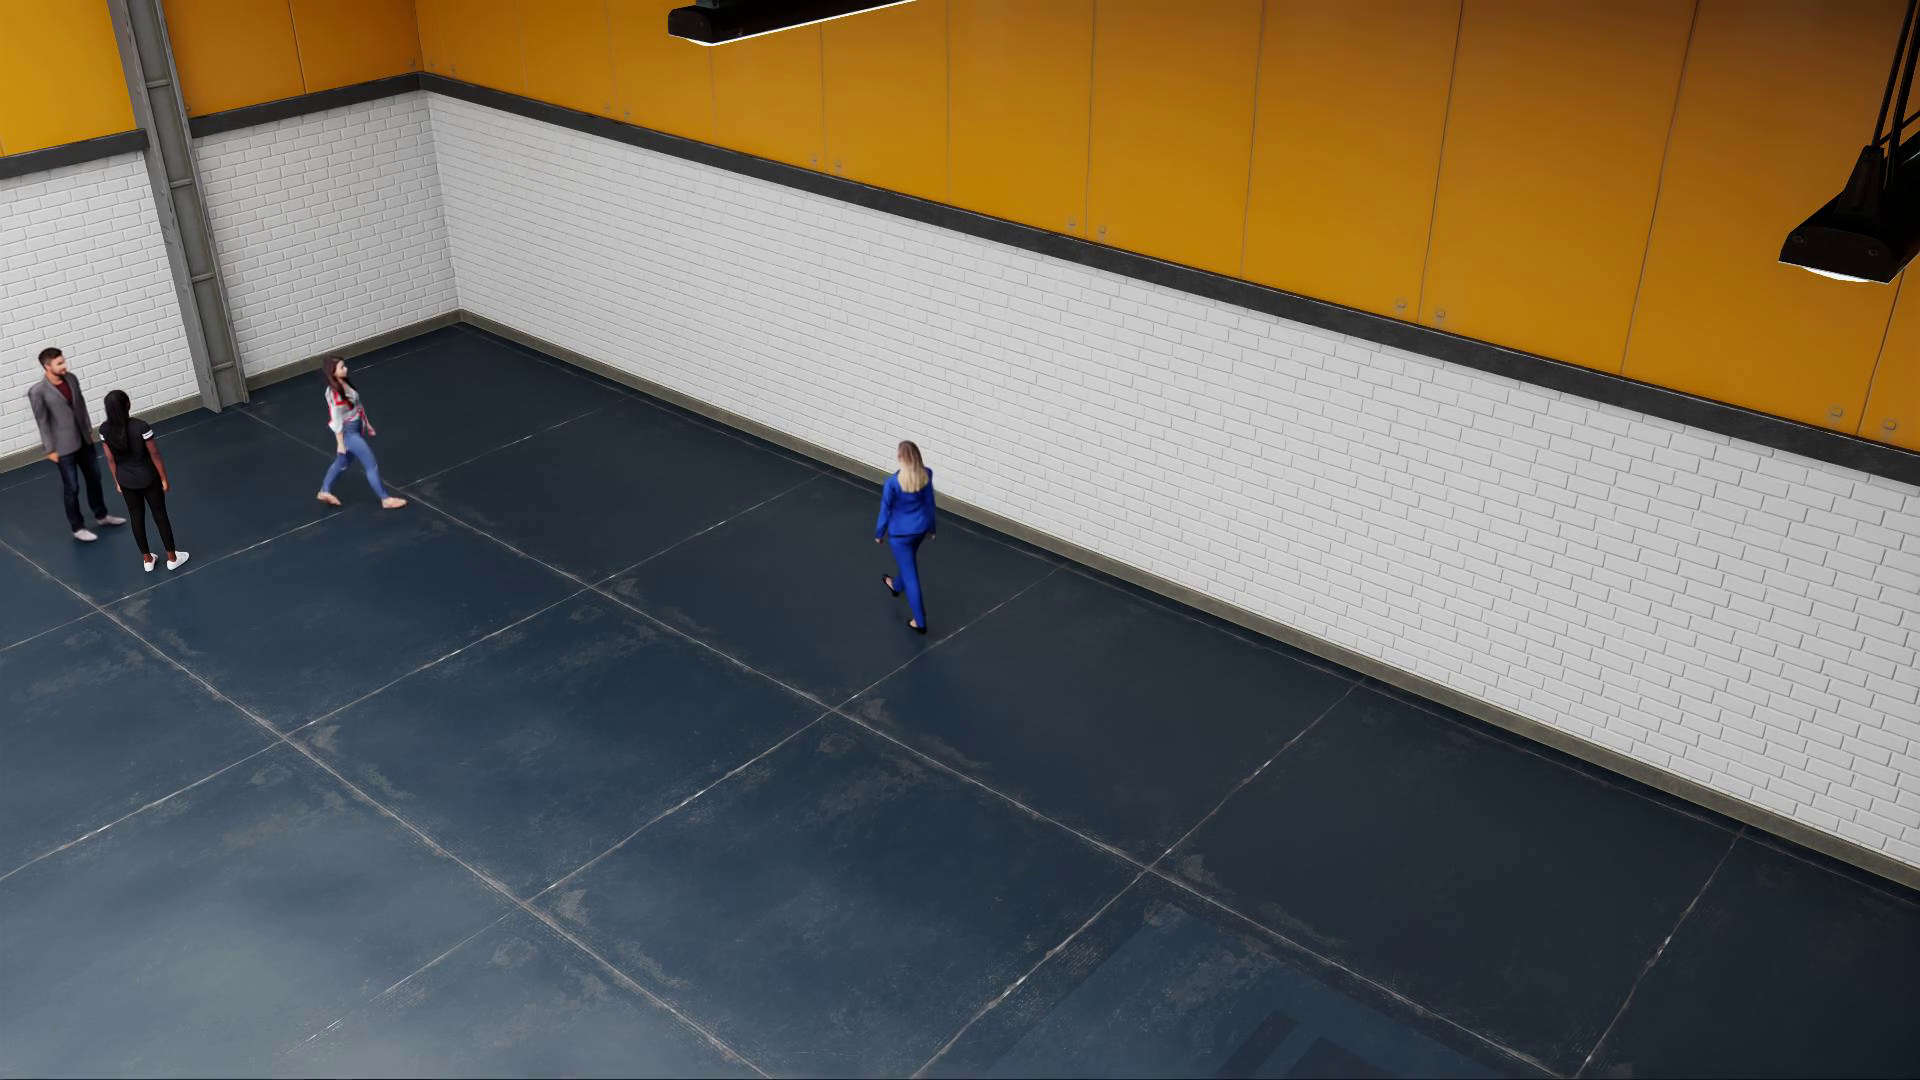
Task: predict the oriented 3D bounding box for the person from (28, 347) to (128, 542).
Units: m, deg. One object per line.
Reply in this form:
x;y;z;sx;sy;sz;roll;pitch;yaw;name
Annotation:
-8.196;-0.893;15.288;0.823;1.870;0.662;9;30;17;person

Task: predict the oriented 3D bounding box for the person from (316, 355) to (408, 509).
-5.875;-0.995;15.782;1.124;1.575;1.073;-2;29;-3;person

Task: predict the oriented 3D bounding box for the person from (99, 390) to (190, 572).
-7.286;-0.538;14.770;0.707;1.742;0.765;-2;29;-4;person

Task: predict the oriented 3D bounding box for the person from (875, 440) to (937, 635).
-0.388;0.006;13.862;1.097;1.656;0.872;-18;34;-30;person
